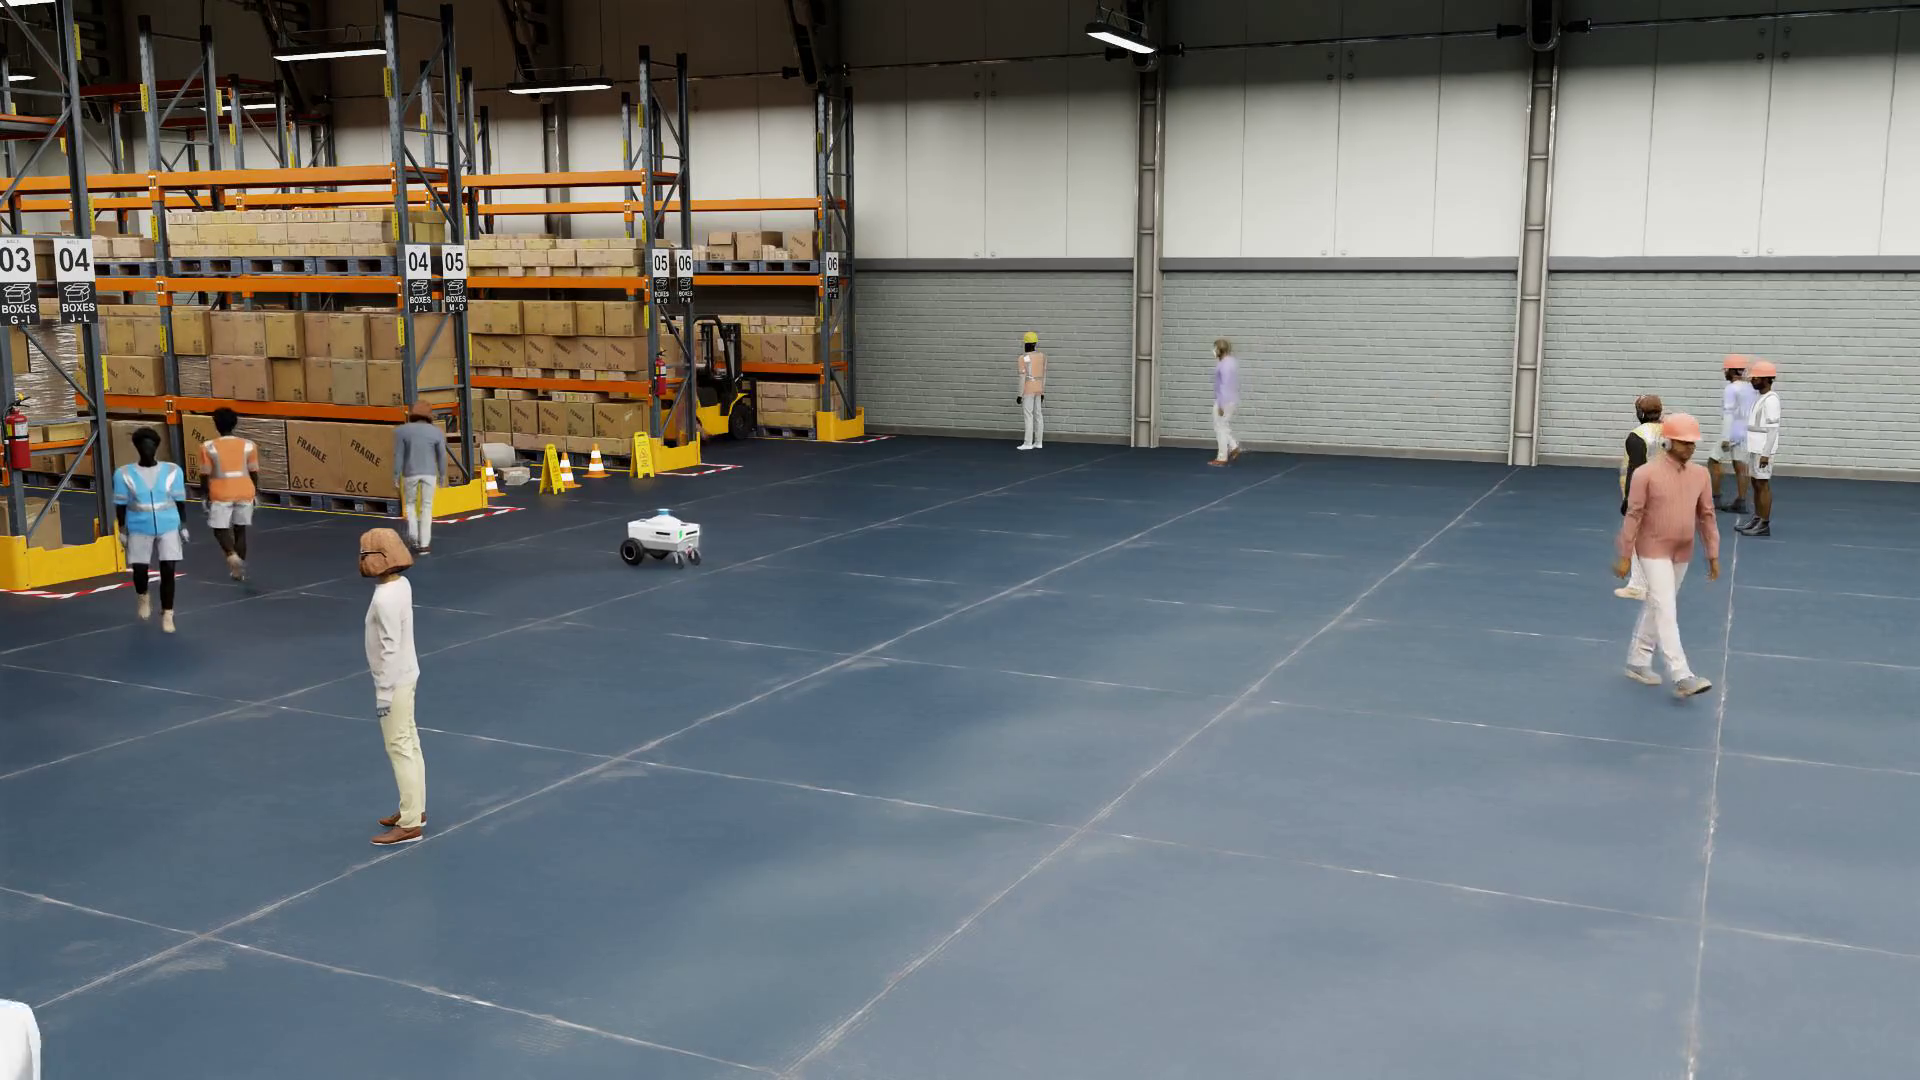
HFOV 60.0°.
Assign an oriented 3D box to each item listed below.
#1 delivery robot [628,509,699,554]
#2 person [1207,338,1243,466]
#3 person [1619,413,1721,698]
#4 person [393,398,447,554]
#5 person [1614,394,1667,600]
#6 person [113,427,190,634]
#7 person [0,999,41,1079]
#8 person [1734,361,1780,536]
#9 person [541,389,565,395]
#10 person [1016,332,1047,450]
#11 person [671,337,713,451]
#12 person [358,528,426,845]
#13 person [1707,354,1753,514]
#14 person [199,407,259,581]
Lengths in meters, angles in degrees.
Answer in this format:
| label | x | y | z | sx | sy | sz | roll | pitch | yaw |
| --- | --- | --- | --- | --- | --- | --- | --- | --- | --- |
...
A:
| label | x | y | z | sx | sy | sz | roll | pitch | yaw |
| --- | --- | --- | --- | --- | --- | --- | --- | --- | --- |
| delivery robot | -2.956 | -0.068 | 16.584 | 0.707 | 0.478 | 0.477 | 5 | 10 | 28 |
| person | 3.920 | -2.045 | 24.808 | 0.458 | 1.923 | 0.649 | 2 | 9 | 10 |
| person | 4.984 | 0.110 | 11.501 | 0.652 | 1.946 | 0.981 | -3 | 10 | -17 |
| person | -5.593 | -0.660 | 17.237 | 0.541 | 1.617 | 0.379 | -3 | 10 | -19 |
| person | 6.140 | -0.390 | 14.918 | 0.631 | 1.839 | 0.428 | -6 | 11 | -34 |
| person | -6.570 | -0.090 | 13.542 | 0.540 | 1.683 | 0.458 | -5 | 11 | -29 |
| person | -1.950 | 1.537 | 3.142 | 1.008 | 1.831 | 0.598 | 5 | 10 | 27 |
| person | 8.843 | -1.009 | 18.412 | 0.361 | 1.935 | 0.553 | 2 | 9 | 13 |
| person | -6.404 | -2.387 | 26.718 | 1.051 | 1.986 | 0.632 | 4 | 10 | 25 |
| person | 1.158 | -2.429 | 27.143 | 0.588 | 1.930 | 0.364 | -8 | 12 | -42 |
| person | -4.323 | -2.289 | 26.445 | 0.669 | 1.880 | 0.676 | -2 | 9 | -12 |
| person | -2.929 | 0.746 | 8.580 | 0.269 | 1.632 | 0.509 | -2 | 9 | -10 |
| person | 9.290 | -1.287 | 20.170 | 0.582 | 1.912 | 0.704 | -7 | 12 | -36 |
| person | -6.789 | -0.405 | 15.522 | 0.533 | 1.681 | 0.603 | -7 | 12 | -39 |
